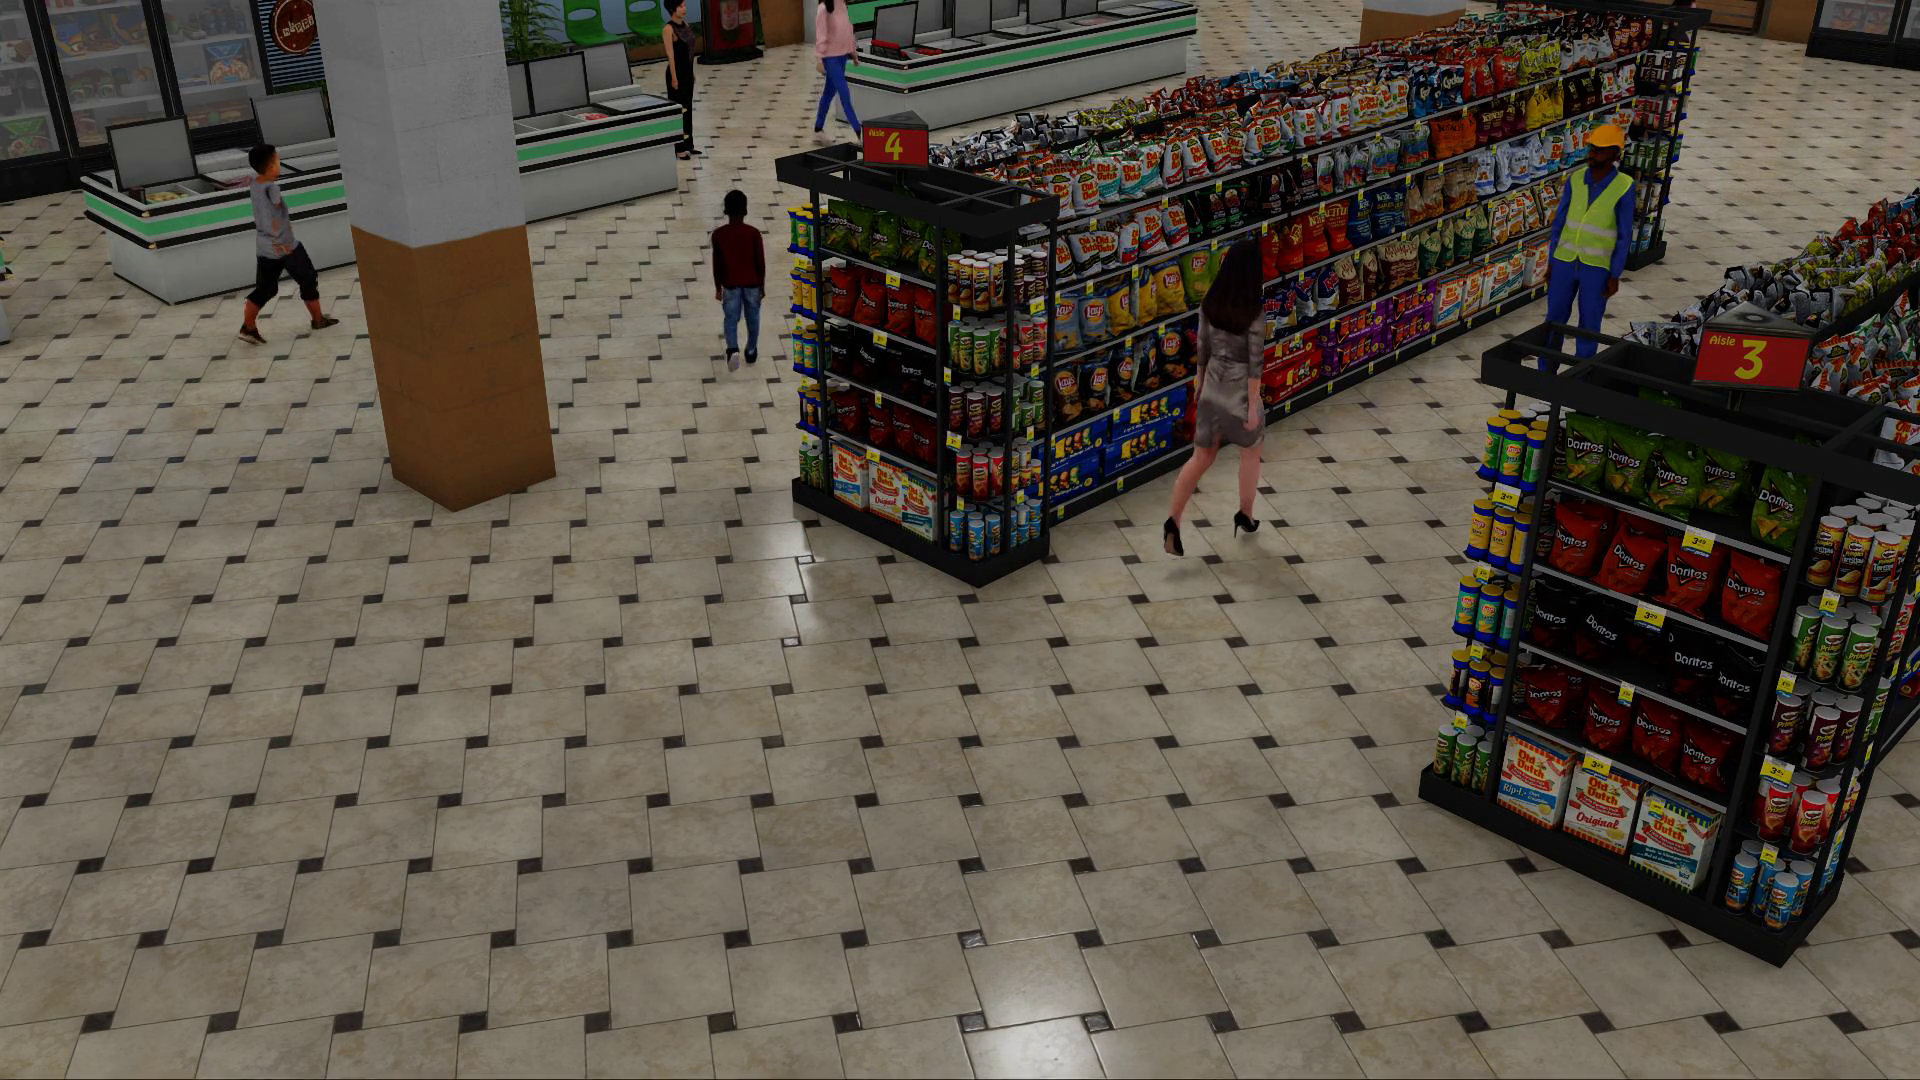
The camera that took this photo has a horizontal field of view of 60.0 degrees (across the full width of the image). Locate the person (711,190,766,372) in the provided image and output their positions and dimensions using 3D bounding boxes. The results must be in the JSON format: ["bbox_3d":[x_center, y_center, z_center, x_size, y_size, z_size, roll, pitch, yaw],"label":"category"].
[{"bbox_3d":[-1.488,-1.736,11.292,0.753,1.245,0.794,-2,27,-4],"label":"person"}]

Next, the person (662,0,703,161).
[{"bbox_3d":[-2.803,-4.641,16.623,0.708,1.604,0.585,9,28,17],"label":"person"}]

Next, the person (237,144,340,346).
[{"bbox_3d":[-4.950,-2.131,11.870,0.708,1.426,1.059,15,31,28],"label":"person"}]

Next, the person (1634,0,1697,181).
[{"bbox_3d":[6.361,-3.995,15.092,0.822,1.837,0.759,0,27,1],"label":"person"}]

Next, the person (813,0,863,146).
[{"bbox_3d":[-1.350,-4.872,16.943,0.915,1.728,1.098,14,30,26],"label":"person"}]

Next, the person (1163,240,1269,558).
[{"bbox_3d":[1.352,-0.689,8.707,0.611,1.716,1.064,23,35,37],"label":"person"}]

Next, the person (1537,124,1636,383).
[{"bbox_3d":[4.055,-1.795,10.781,0.660,1.812,0.576,23,35,38],"label":"person"}]
